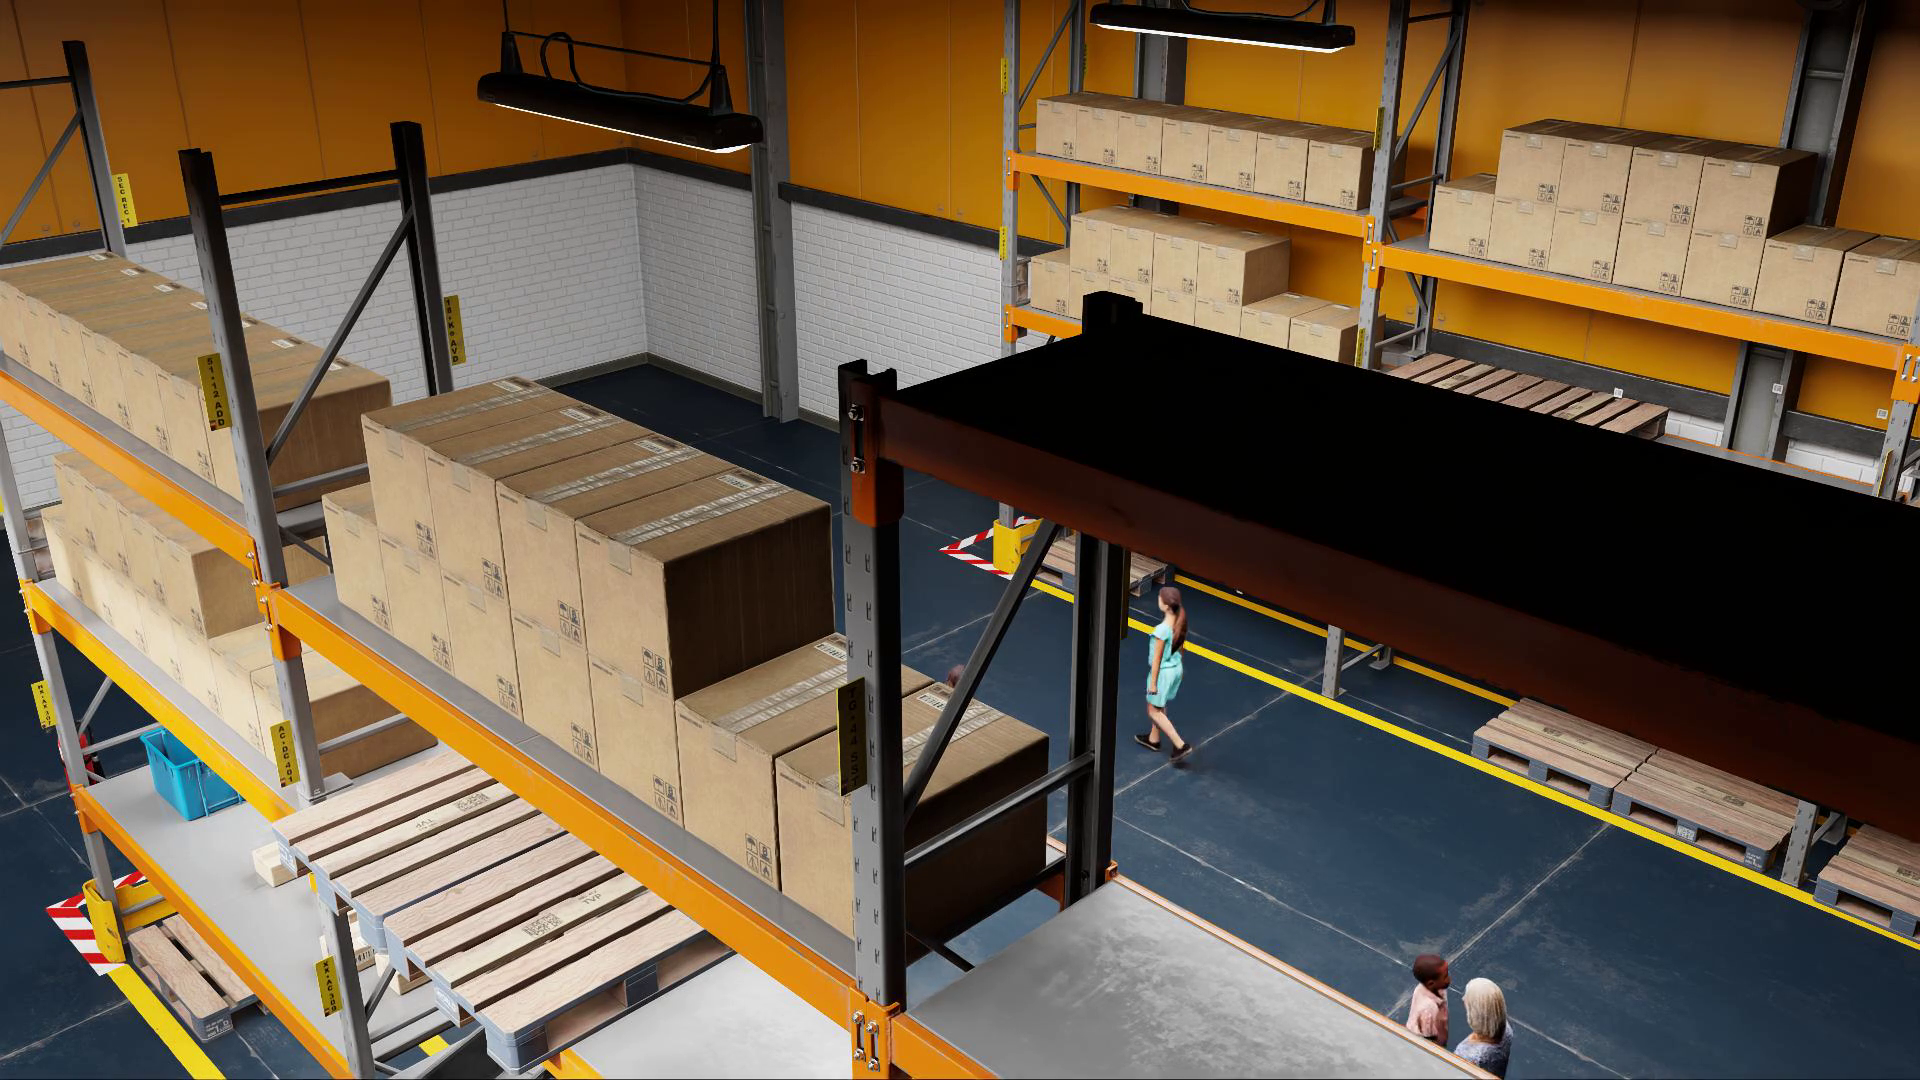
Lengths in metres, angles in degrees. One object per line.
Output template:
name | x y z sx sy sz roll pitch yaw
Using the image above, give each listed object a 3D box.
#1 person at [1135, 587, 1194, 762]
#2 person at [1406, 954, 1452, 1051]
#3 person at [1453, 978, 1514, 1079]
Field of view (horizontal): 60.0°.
person | 1.712 1.108 13.583 0.850 1.549 0.535 22 32 40
person | 2.616 2.959 9.664 0.948 1.297 0.776 6 24 14
person | 2.827 3.114 8.833 1.185 1.677 0.746 16 28 32
